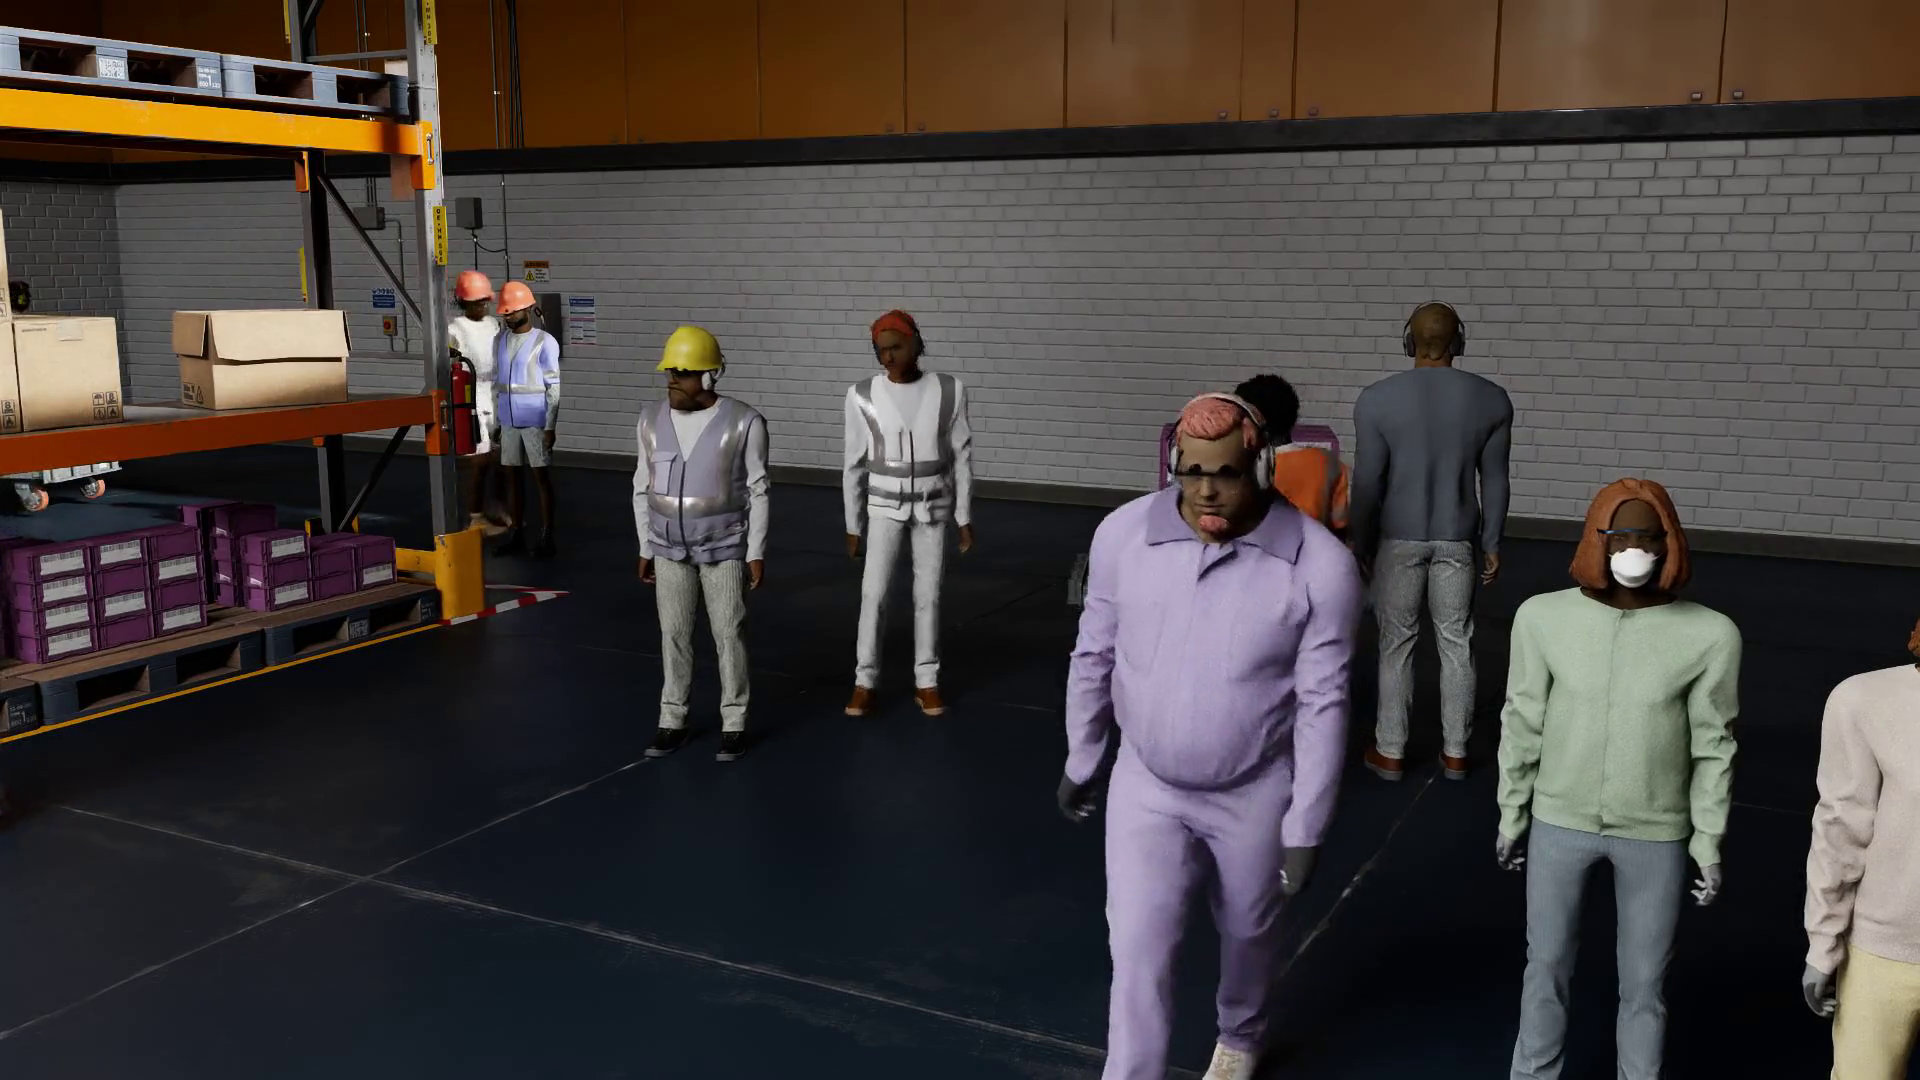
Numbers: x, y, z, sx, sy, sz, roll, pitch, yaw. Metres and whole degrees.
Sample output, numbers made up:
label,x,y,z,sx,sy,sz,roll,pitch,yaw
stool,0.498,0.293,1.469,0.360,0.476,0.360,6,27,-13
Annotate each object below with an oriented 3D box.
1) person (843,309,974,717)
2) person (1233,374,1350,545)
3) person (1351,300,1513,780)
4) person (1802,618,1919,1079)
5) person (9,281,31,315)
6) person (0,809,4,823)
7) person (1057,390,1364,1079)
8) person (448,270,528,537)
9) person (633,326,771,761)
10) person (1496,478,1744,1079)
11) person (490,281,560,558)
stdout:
label,x,y,z,sx,sy,sz,roll,pitch,yaw
person,-0.241,-0.109,7.632,0.603,1.873,0.349,-1,10,-7
person,1.191,0.225,6.228,0.603,1.683,0.334,-3,10,-19
person,1.881,0.012,6.704,0.635,1.936,0.354,0,10,1
person,1.838,0.792,3.094,0.496,1.629,0.277,4,11,22
person,-9.079,-1.589,16.221,0.523,1.853,0.502,5,11,26
person,-3.797,0.353,5.722,0.512,1.594,0.864,5,11,25
person,0.537,0.567,3.823,0.719,1.827,1.040,3,10,19
person,-3.498,-0.983,12.289,0.514,2.004,0.688,3,10,15
person,-1.088,0.022,6.959,0.592,1.828,0.404,2,10,13
person,1.472,0.669,3.778,0.502,1.633,0.278,5,11,25
person,-3.054,-0.832,11.617,0.543,1.928,0.370,4,11,21
